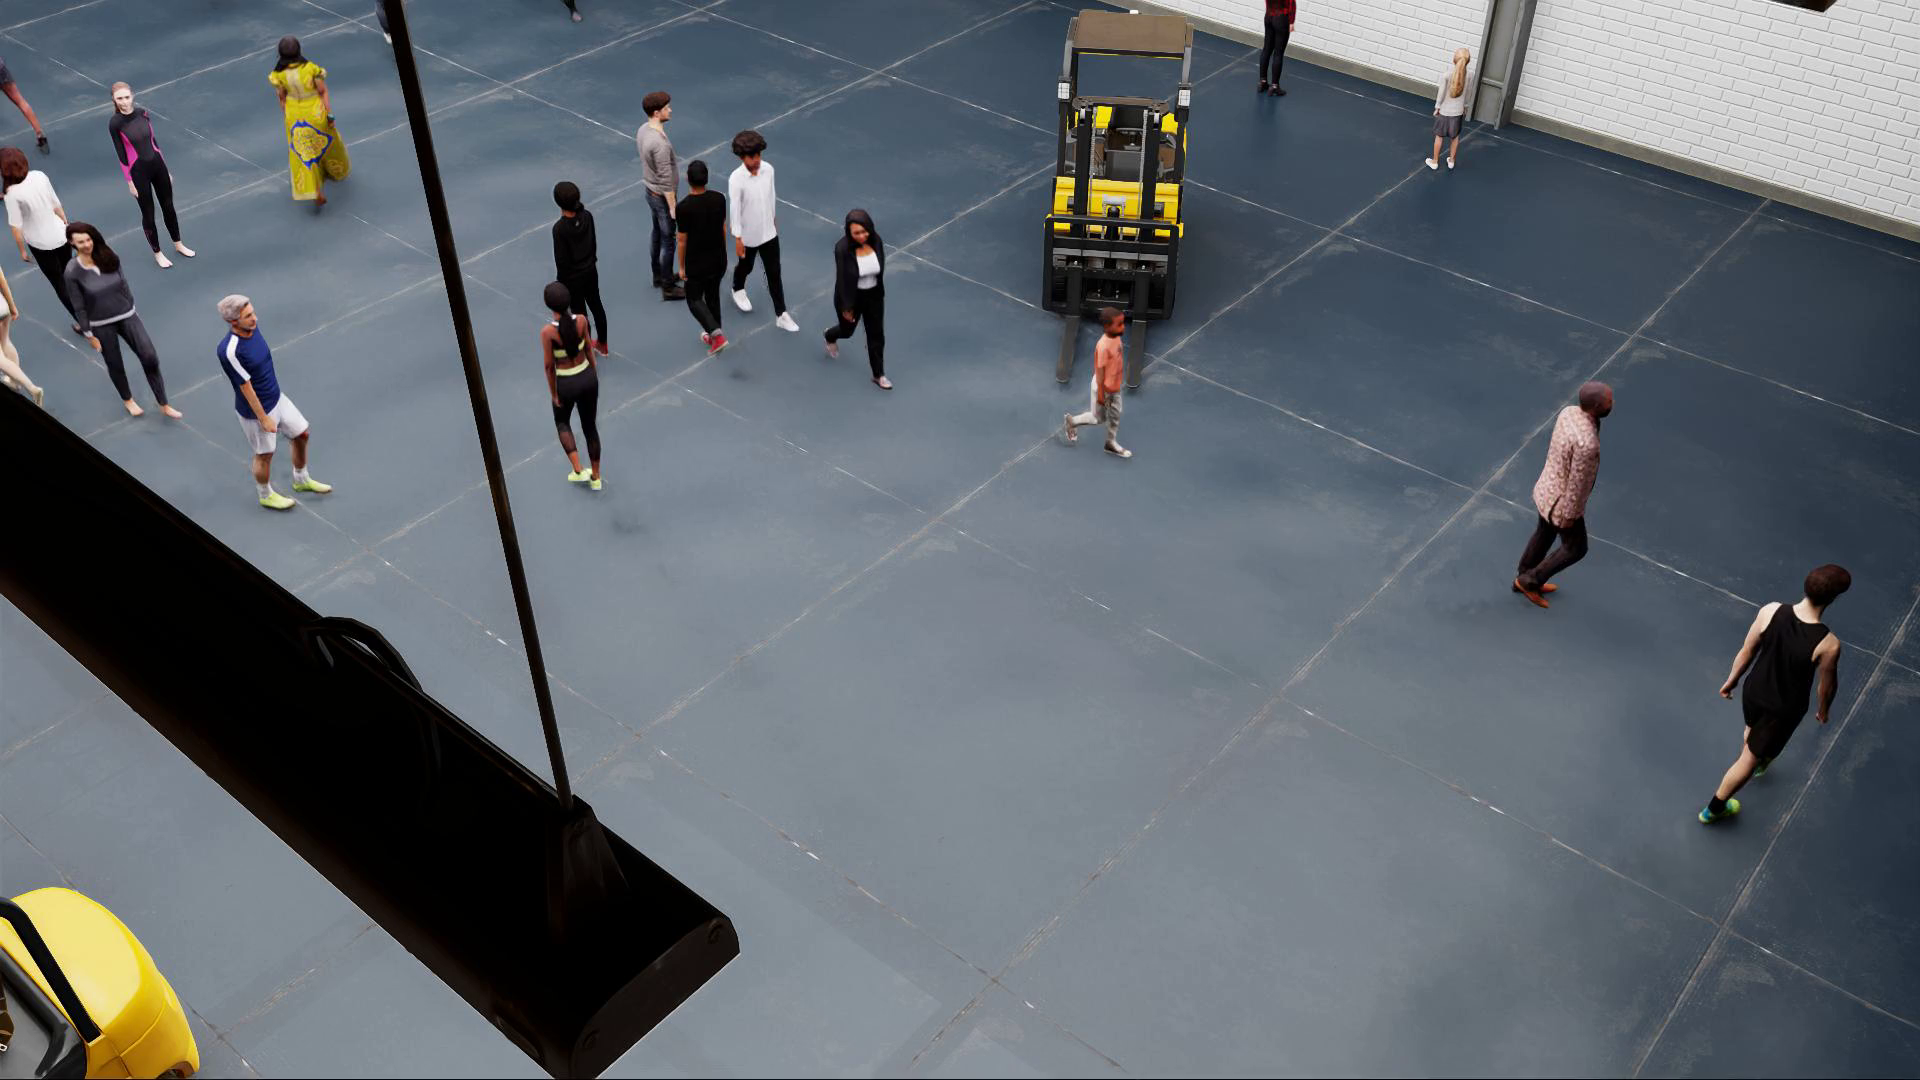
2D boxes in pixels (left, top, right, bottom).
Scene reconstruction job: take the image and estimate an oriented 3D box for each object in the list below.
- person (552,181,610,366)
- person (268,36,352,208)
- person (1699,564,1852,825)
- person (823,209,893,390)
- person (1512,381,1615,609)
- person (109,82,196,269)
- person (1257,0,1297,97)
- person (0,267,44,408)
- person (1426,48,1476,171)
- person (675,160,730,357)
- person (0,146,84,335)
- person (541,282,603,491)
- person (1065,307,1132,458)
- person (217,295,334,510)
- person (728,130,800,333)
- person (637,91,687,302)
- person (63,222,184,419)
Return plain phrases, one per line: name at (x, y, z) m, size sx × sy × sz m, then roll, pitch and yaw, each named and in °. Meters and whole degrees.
person at (-3.179, -2.236, 13.902) m, size 0.561 × 1.675 × 0.608 m, roll 24°, pitch 44°, yaw 27°
person at (-6.363, -4.051, 16.222) m, size 1.238 × 1.615 × 1.428 m, roll -9°, pitch 39°, yaw -11°
person at (4.719, 0.967, 9.750) m, size 0.954 × 1.852 × 1.108 m, roll -22°, pitch 44°, yaw -25°
person at (-0.888, -2.032, 13.720) m, size 0.798 × 1.584 × 1.141 m, roll -25°, pitch 45°, yaw -28°
person at (4.031, -0.301, 11.385) m, size 0.869 × 1.792 × 0.839 m, roll 3°, pitch 39°, yaw 4°
person at (-7.456, -3.371, 15.264) m, size 0.538 × 1.749 × 0.584 m, roll 23°, pitch 44°, yaw 26°
person at (3.486, -5.708, 18.263) m, size 0.696 × 1.658 × 0.533 m, roll -24°, pitch 44°, yaw -27°
person at (-7.783, -1.798, 13.402) m, size 1.005 × 1.615 × 0.629 m, roll 23°, pitch 44°, yaw 26°
person at (5.007, -4.396, 16.927) m, size 0.600 × 1.276 × 0.661 m, roll -3°, pitch 39°, yaw -3°
person at (-2.094, -2.308, 13.941) m, size 0.725 × 1.739 × 0.860 m, roll -26°, pitch 46°, yaw -29°
person at (-7.676, -2.501, 14.147) m, size 0.683 × 1.783 × 0.696 m, roll 17°, pitch 42°, yaw 20°
person at (-2.830, -1.096, 12.422) m, size 0.653 × 1.741 × 0.679 m, roll -21°, pitch 43°, yaw -24°
person at (1.083, -1.234, 12.952) m, size 0.797 × 1.295 × 0.507 m, roll 24°, pitch 44°, yaw 27°
person at (-5.230, -1.000, 12.241) m, size 0.892 × 1.816 × 0.827 m, roll 5°, pitch 39°, yaw 7°
person at (-1.830, -2.711, 14.424) m, size 0.801 × 1.766 × 1.177 m, roll -27°, pitch 46°, yaw -30°
person at (-2.657, -3.057, 14.751) m, size 0.797 × 1.898 × 0.644 m, roll -17°, pitch 41°, yaw -20°
person at (-6.801, -1.765, 13.253) m, size 0.836 × 1.748 × 0.636 m, roll 27°, pitch 46°, yaw 30°
